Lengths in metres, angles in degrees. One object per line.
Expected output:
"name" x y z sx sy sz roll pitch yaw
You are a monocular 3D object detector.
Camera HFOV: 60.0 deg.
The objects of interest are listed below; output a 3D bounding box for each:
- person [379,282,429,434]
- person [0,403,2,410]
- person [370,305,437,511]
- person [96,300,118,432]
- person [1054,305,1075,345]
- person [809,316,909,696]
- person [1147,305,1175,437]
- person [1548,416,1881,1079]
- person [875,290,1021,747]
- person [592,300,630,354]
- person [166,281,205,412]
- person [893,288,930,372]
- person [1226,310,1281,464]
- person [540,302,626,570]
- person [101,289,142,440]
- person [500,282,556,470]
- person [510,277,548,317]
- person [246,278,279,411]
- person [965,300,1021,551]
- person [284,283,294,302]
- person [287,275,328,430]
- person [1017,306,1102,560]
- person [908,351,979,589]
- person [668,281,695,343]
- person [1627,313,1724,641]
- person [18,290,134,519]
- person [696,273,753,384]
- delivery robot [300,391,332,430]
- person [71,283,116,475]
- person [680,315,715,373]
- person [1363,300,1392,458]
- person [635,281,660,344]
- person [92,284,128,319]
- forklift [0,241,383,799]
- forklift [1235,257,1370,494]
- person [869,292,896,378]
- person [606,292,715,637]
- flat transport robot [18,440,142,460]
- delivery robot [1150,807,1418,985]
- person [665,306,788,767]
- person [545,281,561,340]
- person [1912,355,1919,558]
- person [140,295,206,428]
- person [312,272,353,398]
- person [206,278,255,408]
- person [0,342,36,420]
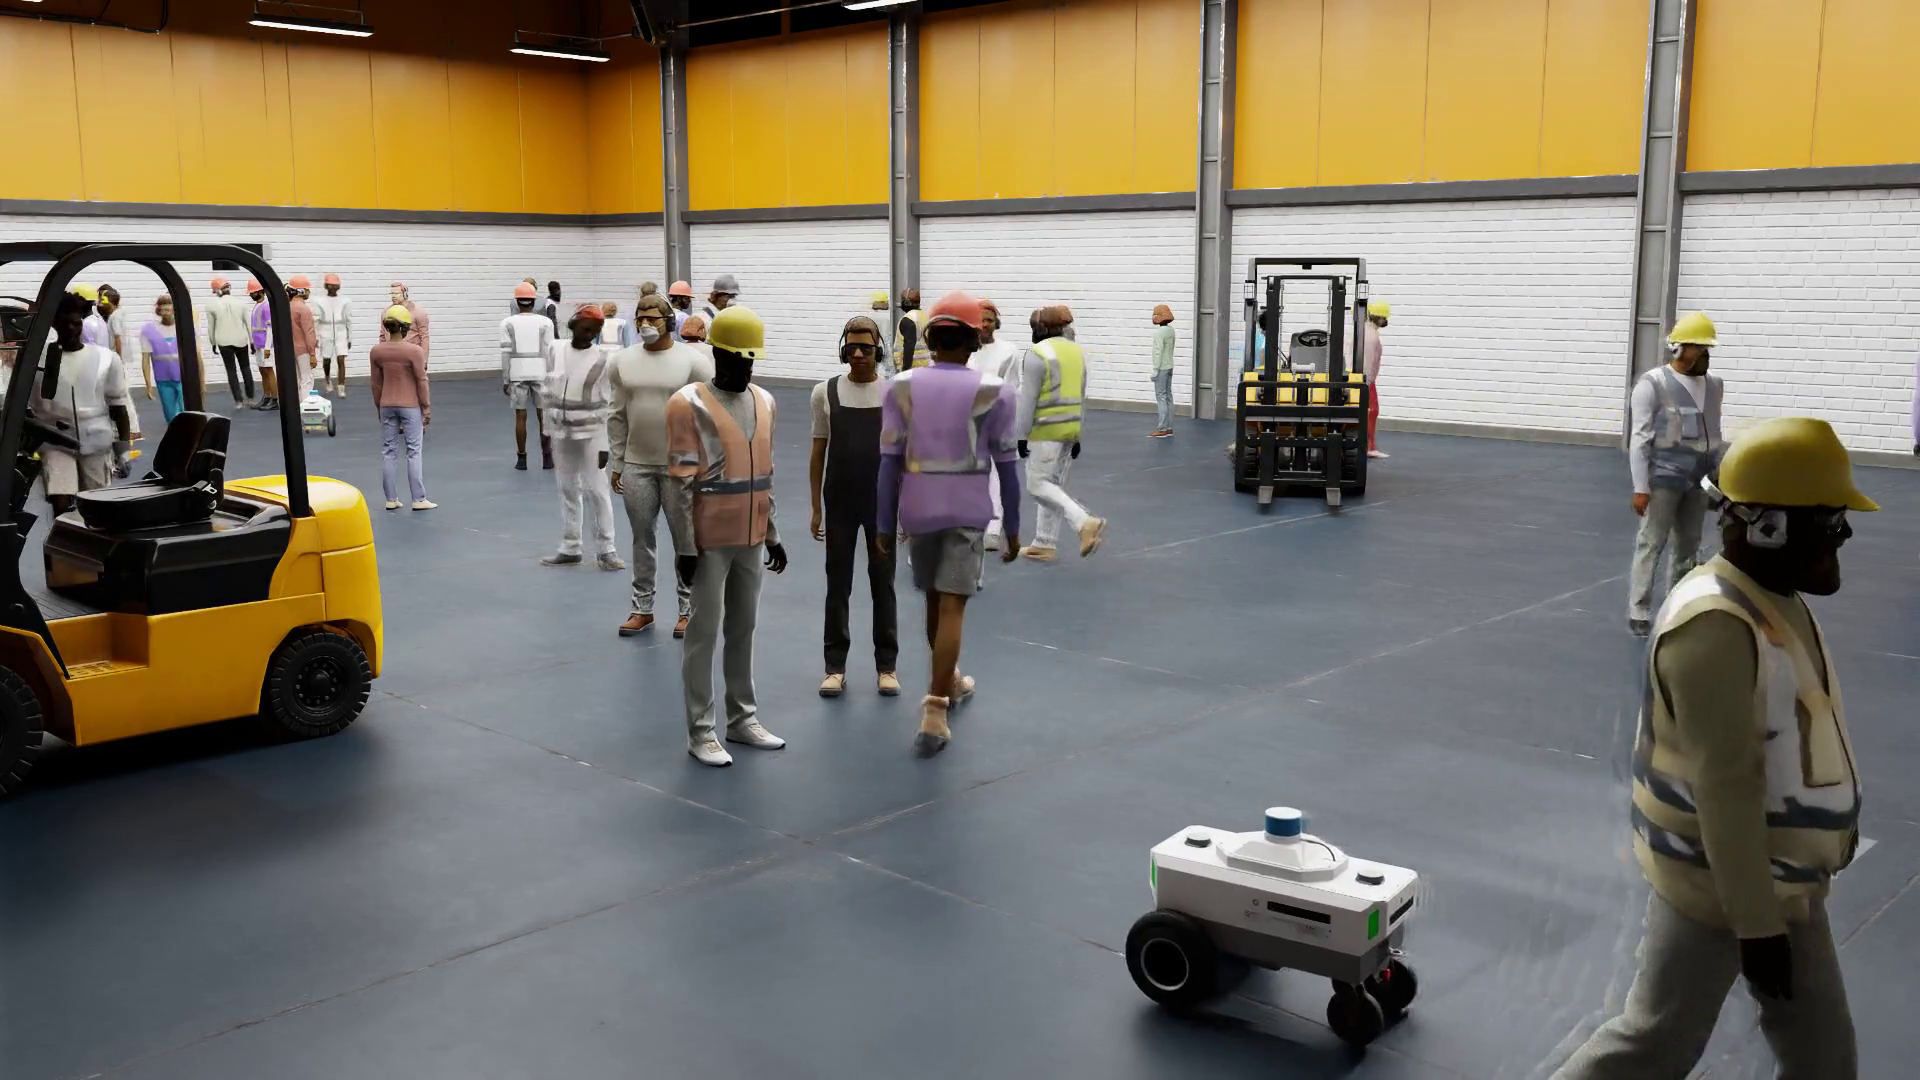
"person" -6.932 -2.246 20.695 0.652 1.906 0.403 2 9 12
"person" -13.309 -2.503 22.380 0.651 1.876 0.883 4 10 24
"person" -4.784 -1.127 14.273 0.523 1.767 0.313 2 9 12
"person" -10.821 -2.218 21.163 0.320 1.695 0.538 0 9 1
"person" 1.233 -2.032 20.227 0.278 1.635 0.507 5 10 26
"person" -0.476 -0.157 8.074 0.508 1.846 0.345 -1 9 -3
"person" 2.497 -2.084 20.536 0.275 1.632 0.507 5 11 29
"person" 1.526 0.639 3.357 0.880 1.797 0.590 8 13 42
"person" -0.050 -0.116 7.415 0.628 1.988 1.074 2 10 15
"person" -4.871 -2.538 23.306 0.547 1.622 0.519 0 9 -2
"person" -10.297 -2.489 22.091 0.374 1.935 0.552 -1 9 -7
"person" -0.574 -2.042 19.643 0.429 1.841 0.634 3 10 17
"person" 3.077 -1.588 17.389 0.680 1.668 0.537 -3 10 -16
"person" -2.638 -0.702 11.434 0.697 1.853 0.349 4 10 24
"person" -10.168 -2.118 20.154 0.347 1.832 0.584 -5 10 -27
"person" -4.449 -1.688 17.189 0.551 1.932 0.378 -2 10 -14
"person" -6.823 -3.200 26.449 0.631 1.939 0.372 -2 10 -14
"person" -10.226 -2.855 24.358 0.366 1.931 0.542 -8 12 -41
"person" 0.161 -0.875 12.486 0.580 1.848 0.852 1 9 6
"person" -9.425 -2.688 23.514 0.328 1.874 0.521 2 9 12
"person" -8.449 -2.404 21.392 0.612 1.995 0.382 8 12 41
"person" 0.718 -0.722 11.661 0.703 1.812 0.674 7 12 37
"person" -0.069 -0.503 10.956 0.538 1.600 0.840 -3 10 -20
"person" -3.211 -1.992 19.055 0.377 1.932 0.548 -8 12 -40
"person" 4.017 -0.344 9.309 0.621 1.827 0.404 -3 10 -20
"person" -5.449 -0.560 10.258 0.653 1.930 0.871 -6 11 -33
"person" -2.304 -1.623 16.460 0.695 2.000 0.536 -9 13 -44
"delivery robot" -8.021 -1.615 20.671 0.477 0.478 0.707 -3 10 -15
"person" -8.694 -1.599 16.655 0.356 1.930 0.592 -3 10 -16
"person" -2.513 -1.312 15.800 0.499 1.634 0.285 2 9 12
"person" 4.342 -1.743 18.120 0.669 1.733 0.566 2 9 10
"person" -4.171 -2.447 21.885 0.759 1.922 0.632 -4 10 -22
"person" -11.642 -2.570 22.810 0.530 1.864 0.313 -6 11 -33
"forklift" -3.706 -0.171 7.093 1.214 2.155 2.313 9 13 43
"forklift" 3.309 -1.629 16.029 1.214 2.155 2.313 2 9 11
"person" -1.119 -2.883 25.175 0.734 1.717 0.514 -7 12 -37
"person" -1.689 -0.417 9.380 0.630 1.940 0.371 2 9 10
"flat transport robot" -9.325 -0.903 17.459 0.652 0.197 1.431 1 9 7
"delivery robot" 0.902 0.995 4.668 0.707 0.478 0.477 6 11 34
"person" -0.963 -0.022 7.025 0.384 1.917 0.584 7 12 38
"person" -6.582 -3.208 26.704 0.392 1.878 0.663 -3 10 -16
"person" 6.702 -0.675 11.061 0.652 1.906 0.403 9 13 43
"person" -8.055 -1.596 17.037 0.558 1.797 0.906 -3 10 -18
"person" -10.098 -3.301 26.791 0.616 2.028 0.735 -4 10 -25
"person" -10.927 -2.950 24.944 0.638 1.927 0.887 -6 11 -31
"person" -12.750 -2.372 22.468 0.554 1.575 0.852 1 9 4
